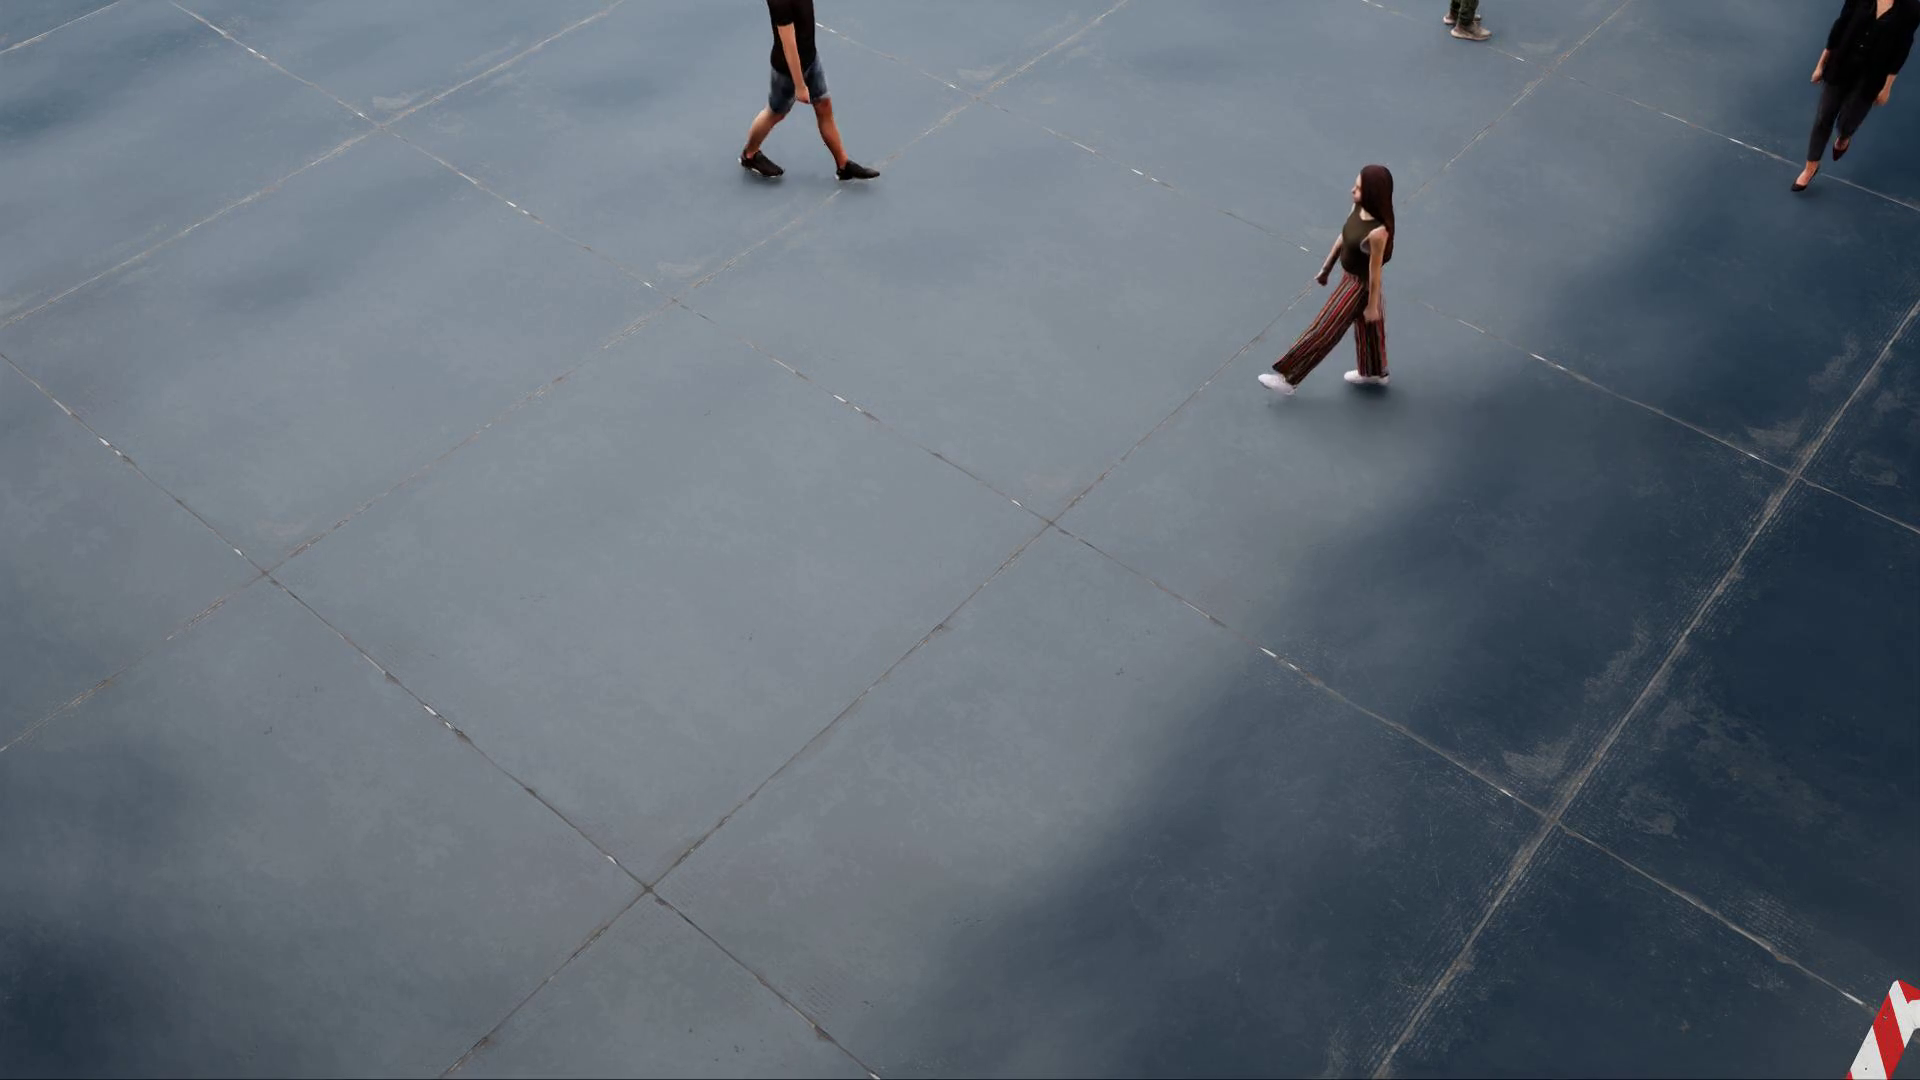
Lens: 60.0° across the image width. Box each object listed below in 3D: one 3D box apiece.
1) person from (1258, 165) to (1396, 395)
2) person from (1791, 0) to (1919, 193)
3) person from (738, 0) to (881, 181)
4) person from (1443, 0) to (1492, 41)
[{"bbox_3d":[2.317,-1.431,9.354,1.071,1.519,0.989,-3,47,-2],"label":"person"},{"bbox_3d":[5.804,-3.028,10.707,0.737,1.700,0.719,-36,57,-29],"label":"person"},{"bbox_3d":[-1.158,-3.065,10.672,1.315,1.802,1.053,10,48,9],"label":"person"},{"bbox_3d":[3.847,-4.472,12.074,0.716,1.653,0.668,-1,47,-1],"label":"person"}]
